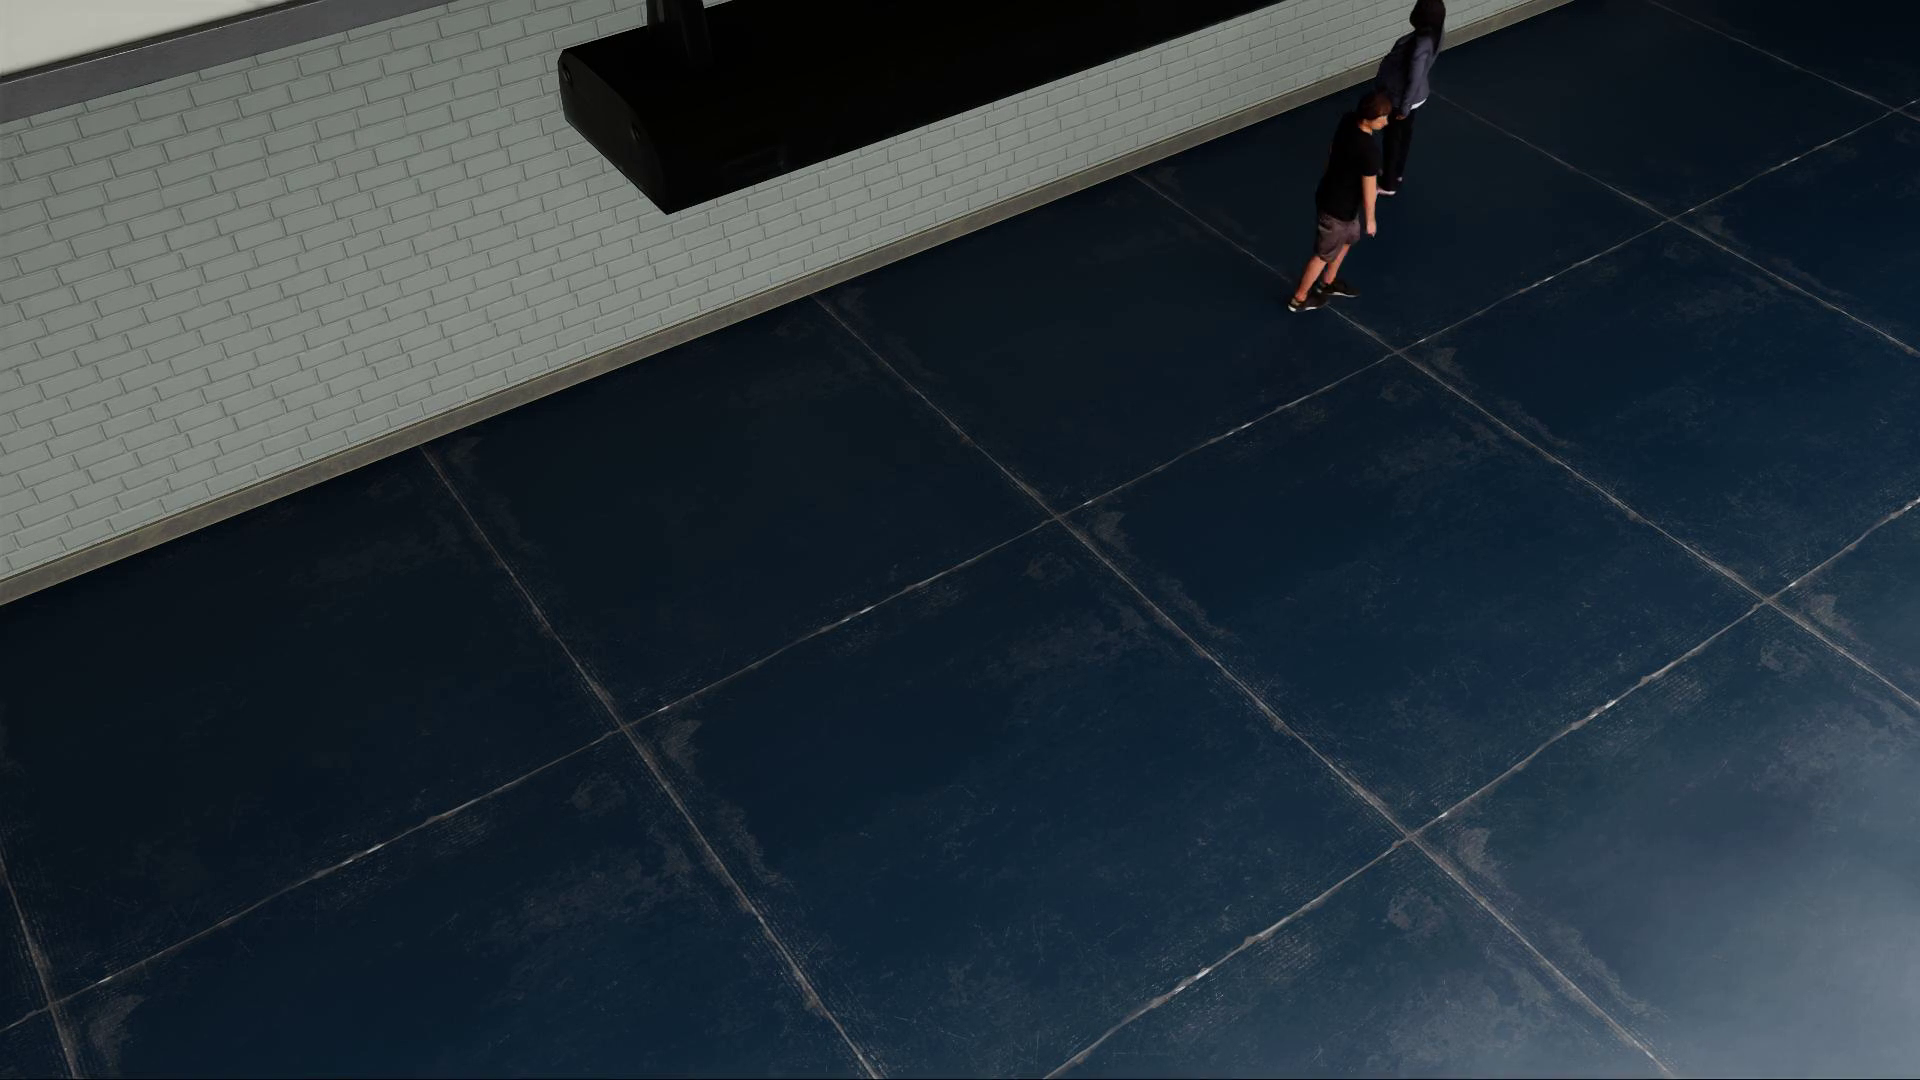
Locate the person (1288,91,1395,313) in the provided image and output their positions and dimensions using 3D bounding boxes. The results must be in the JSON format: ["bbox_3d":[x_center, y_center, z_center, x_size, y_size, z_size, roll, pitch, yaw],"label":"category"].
[{"bbox_3d":[2.549,-2.320,11.400,1.003,1.810,0.923,-11,44,-11],"label":"person"}]

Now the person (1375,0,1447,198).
[{"bbox_3d":[3.433,-3.409,12.721,0.816,1.597,0.788,19,46,19],"label":"person"}]
